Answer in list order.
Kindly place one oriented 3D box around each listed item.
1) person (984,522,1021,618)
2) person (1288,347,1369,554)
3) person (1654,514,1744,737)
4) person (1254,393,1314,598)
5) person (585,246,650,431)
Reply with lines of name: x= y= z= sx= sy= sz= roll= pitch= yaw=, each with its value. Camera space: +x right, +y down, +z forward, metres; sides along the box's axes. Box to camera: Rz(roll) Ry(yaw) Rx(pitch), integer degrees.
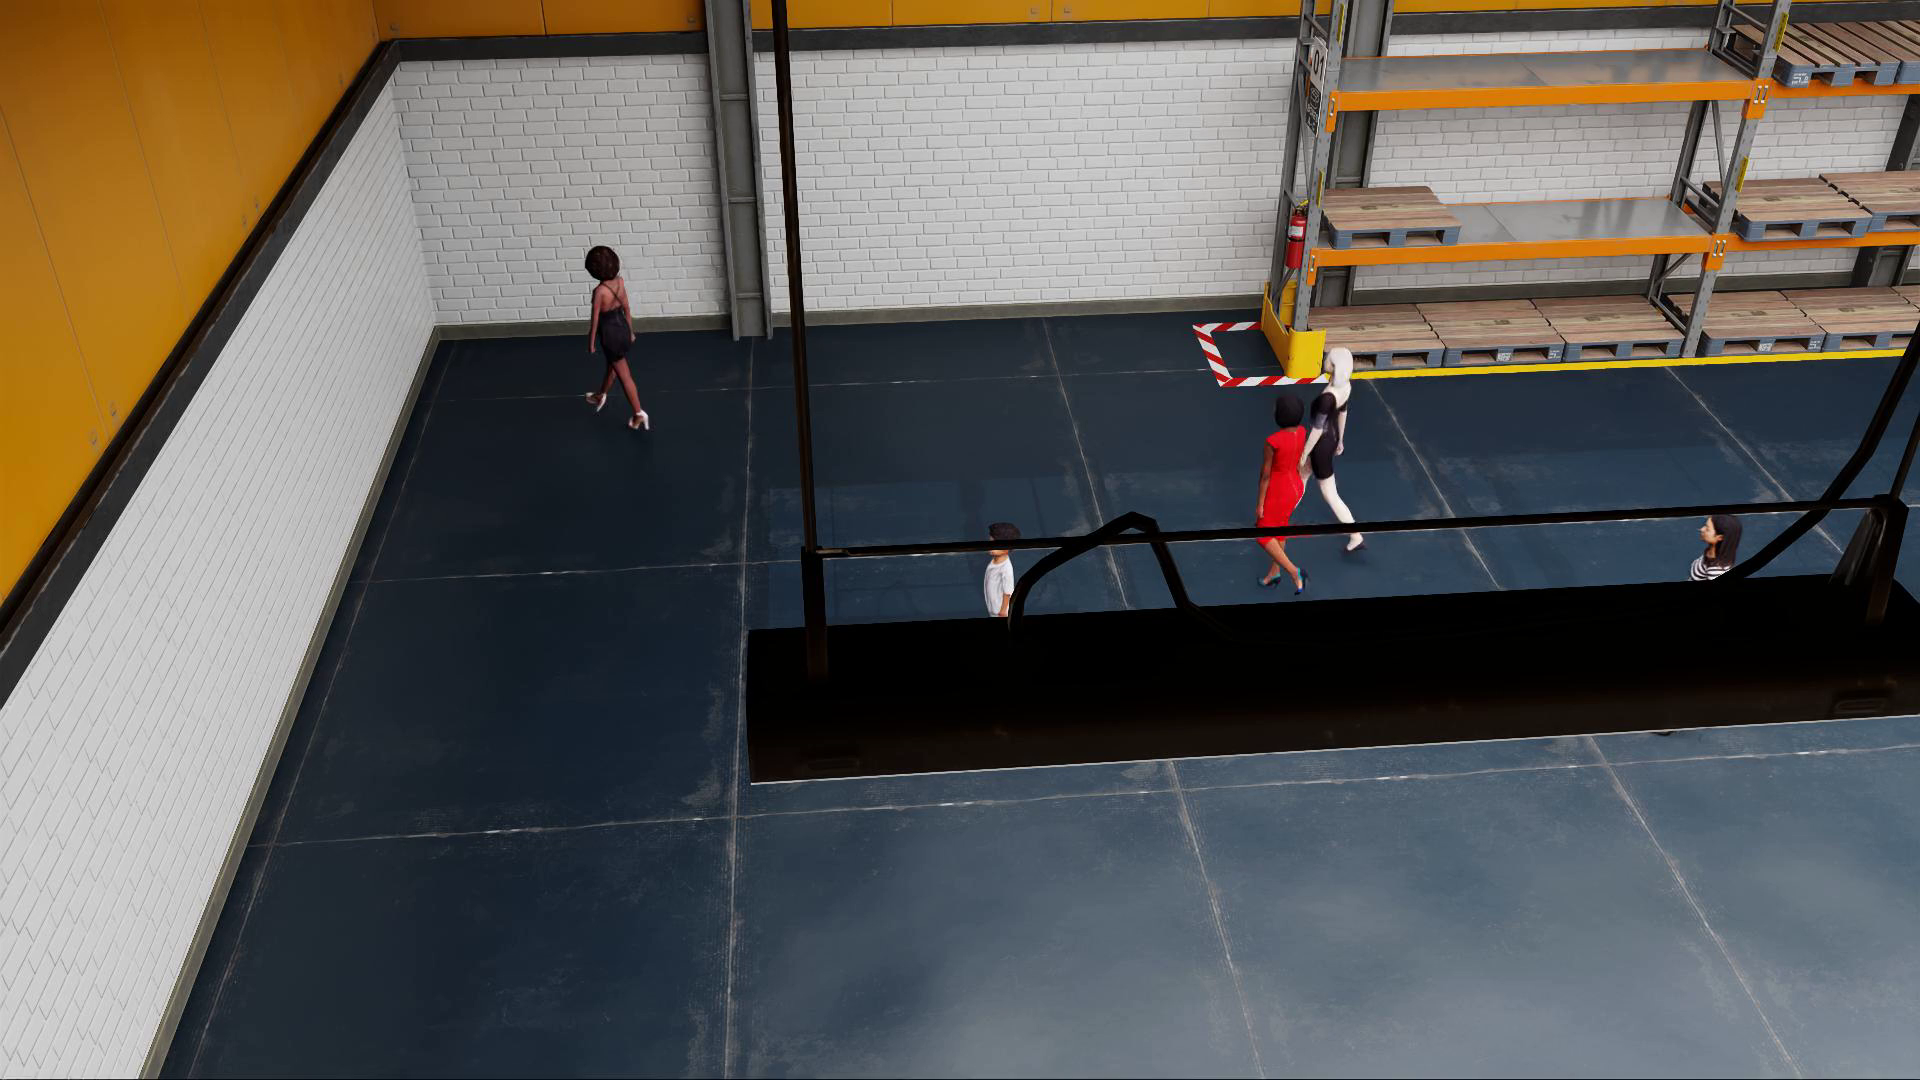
person: x=0.304 y=0.414 z=12.073 sx=0.541 sy=1.261 sz=0.524 roll=-9 pitch=35 yaw=-13
person: x=2.977 y=-0.662 z=13.219 sx=1.224 sy=1.785 sz=1.036 roll=18 pitch=38 yaw=25
person: x=5.020 y=0.575 z=11.347 sx=0.622 sy=1.797 sz=0.641 roll=12 pitch=35 yaw=17
person: x=2.499 y=-0.280 z=12.695 sx=0.884 sy=1.729 sz=0.901 roll=-23 pitch=40 yaw=-31
person: x=-3.017 y=-1.761 z=14.896 sx=1.090 sy=1.759 sz=0.915 roll=15 pitch=37 yaw=22
